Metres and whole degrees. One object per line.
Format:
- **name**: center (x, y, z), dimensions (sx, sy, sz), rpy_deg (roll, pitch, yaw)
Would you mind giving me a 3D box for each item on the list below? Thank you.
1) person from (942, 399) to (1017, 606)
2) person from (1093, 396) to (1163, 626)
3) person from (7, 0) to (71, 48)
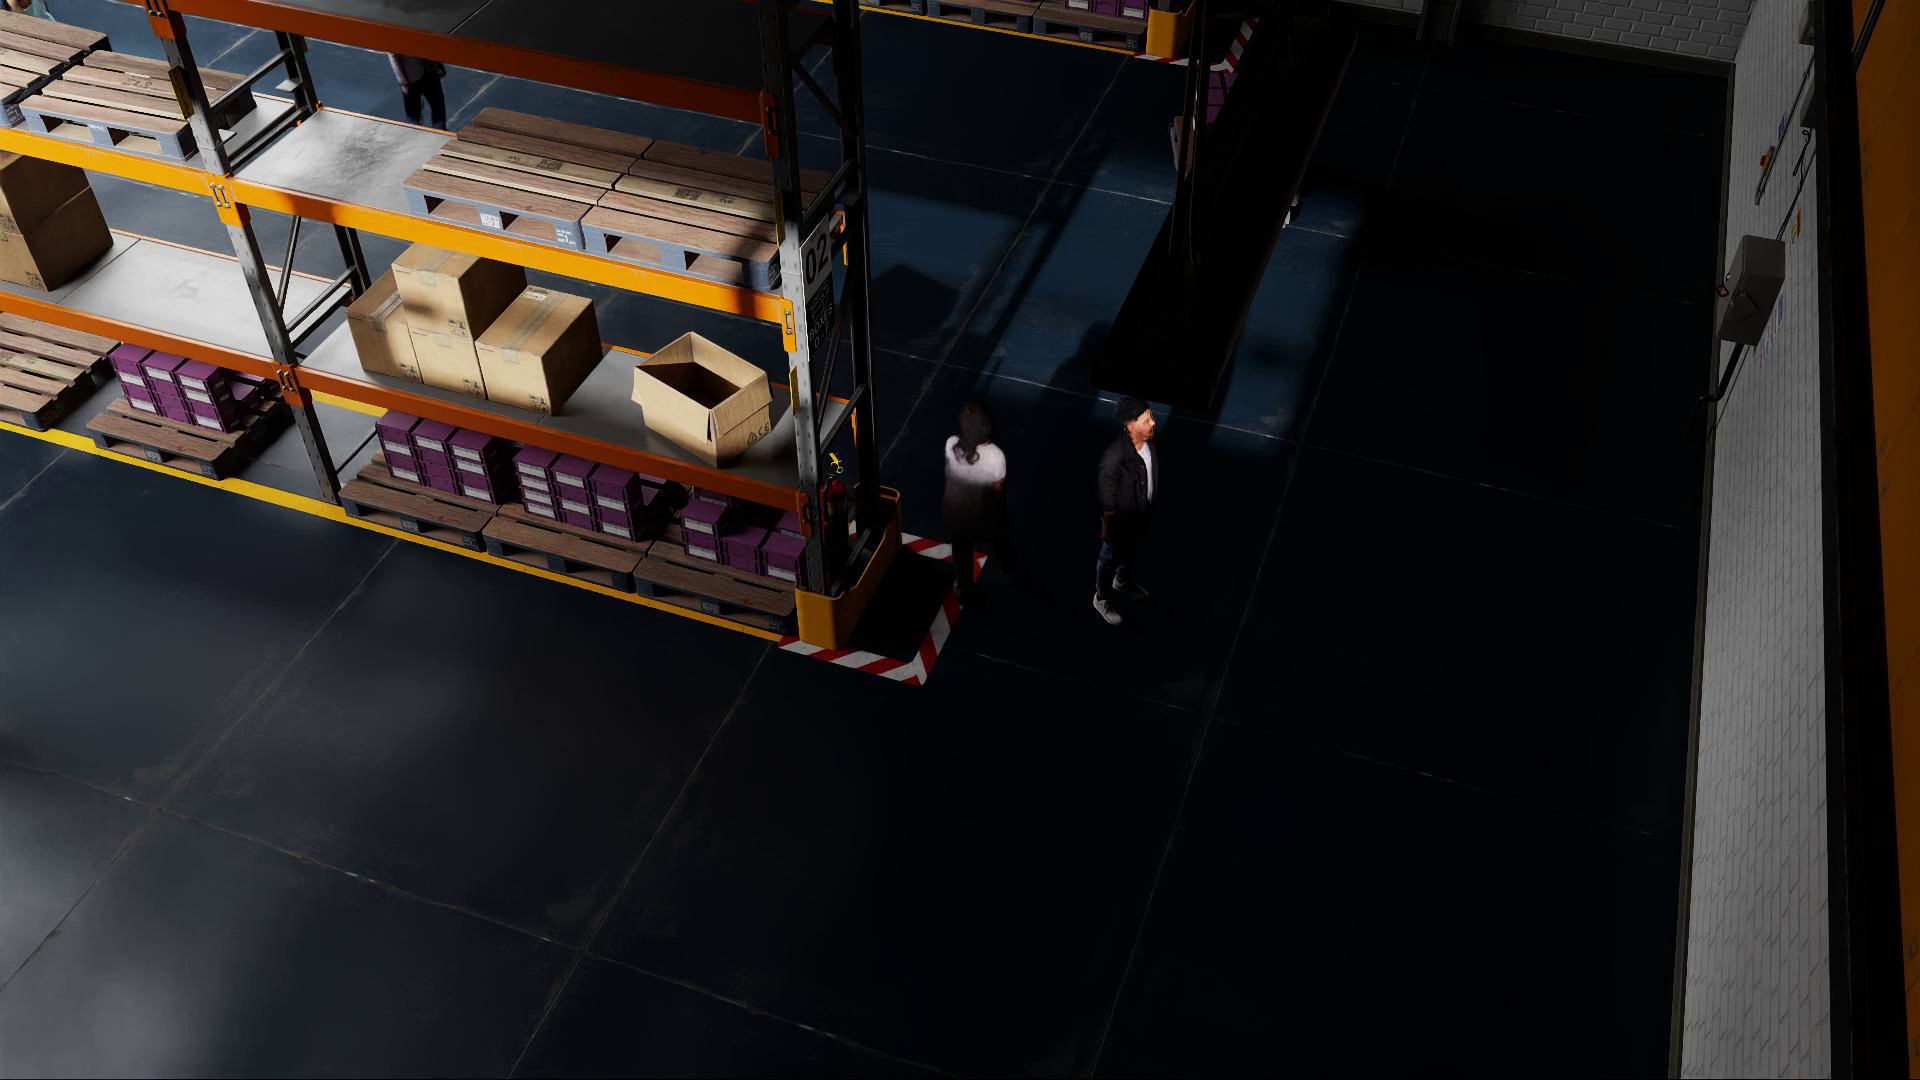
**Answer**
- **person**: center (0.067, -0.201, 11.252), dimensions (0.785, 1.577, 0.698), rpy_deg (15, 46, 15)
- **person**: center (1.108, -0.237, 11.115), dimensions (0.737, 1.818, 0.775), rpy_deg (32, 52, 29)
- **person**: center (-8.666, -4.722, 15.889), dimensions (1.094, 1.728, 0.637), rpy_deg (16, 46, 16)
